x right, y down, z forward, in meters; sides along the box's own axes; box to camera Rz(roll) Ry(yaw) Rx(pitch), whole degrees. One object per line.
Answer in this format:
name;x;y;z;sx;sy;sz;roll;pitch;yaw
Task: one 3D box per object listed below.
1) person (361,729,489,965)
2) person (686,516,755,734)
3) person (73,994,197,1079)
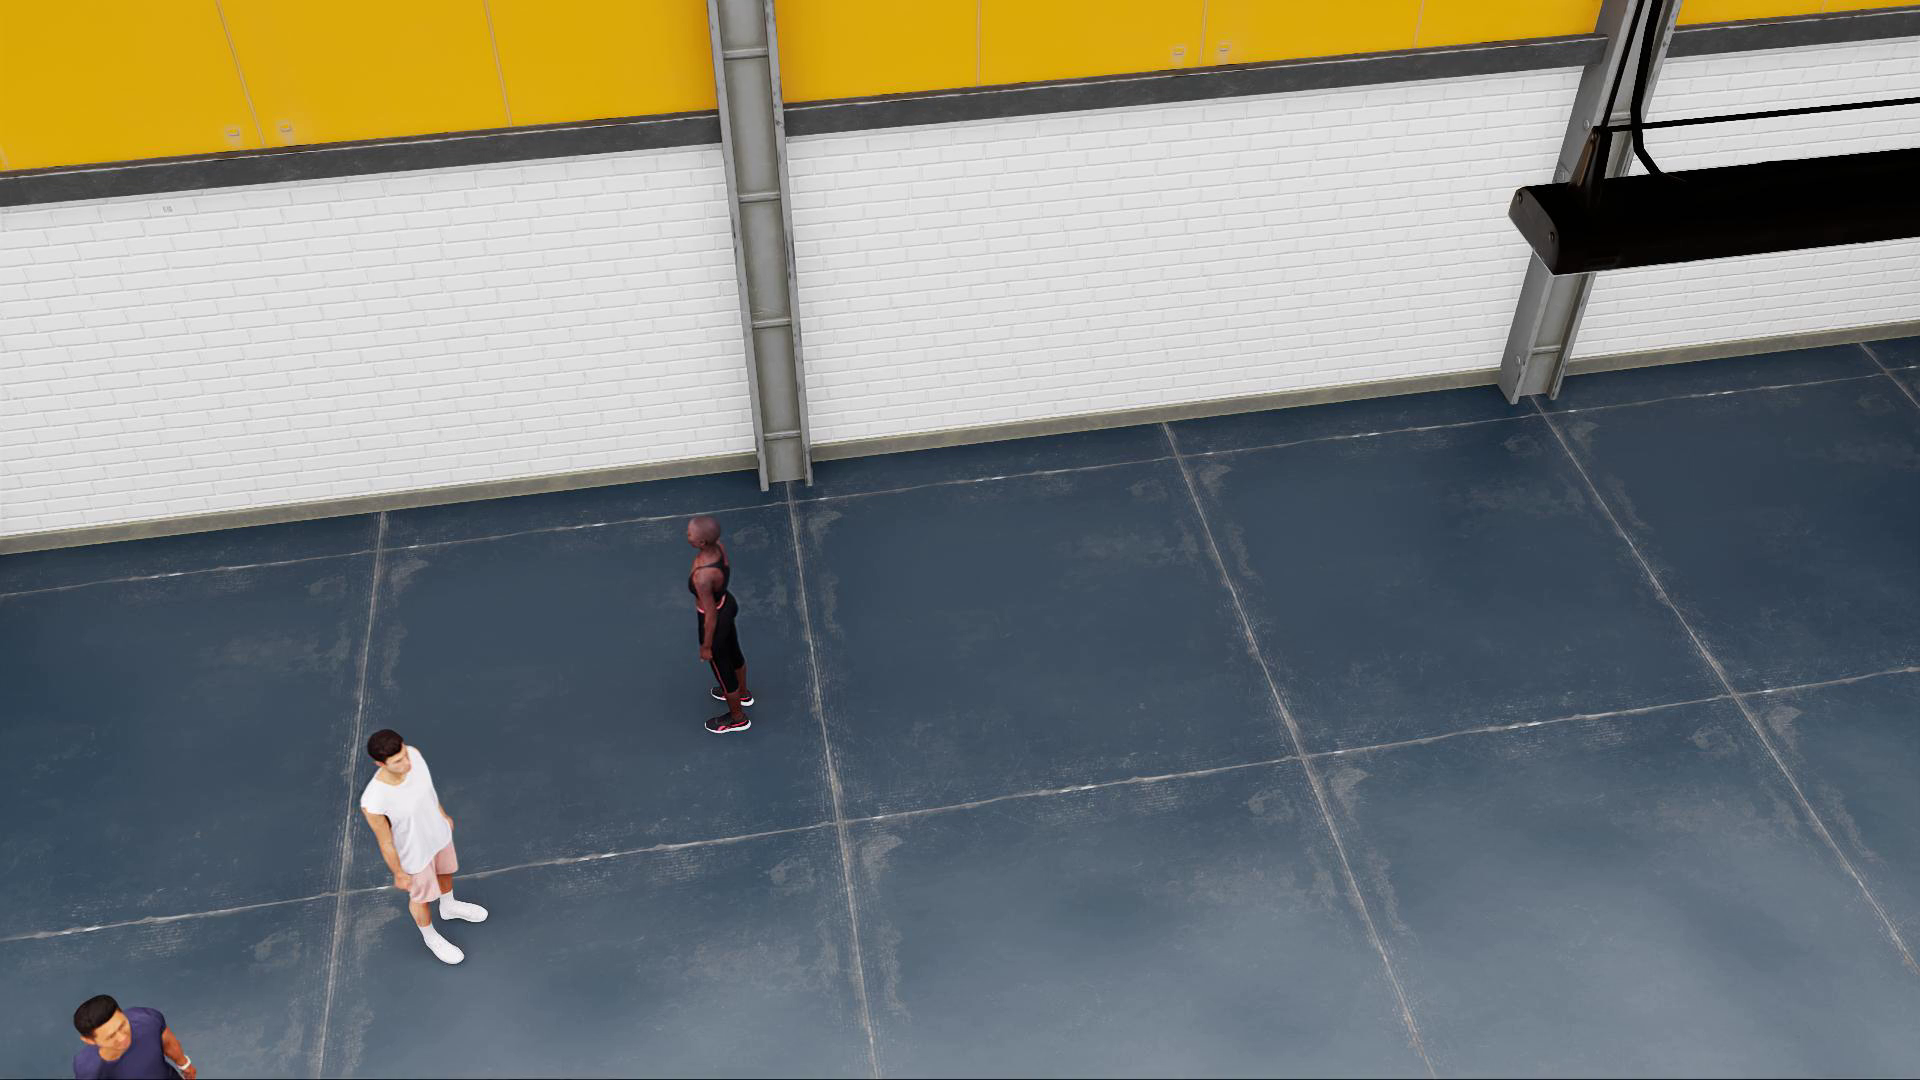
person;-2.984;1.639;9.143;0.724;1.787;0.731;12;45;13
person;-1.497;0.512;10.347;0.611;1.758;0.644;3;44;4
person;-3.978;2.689;8.062;1.150;1.757;1.079;25;49;24
